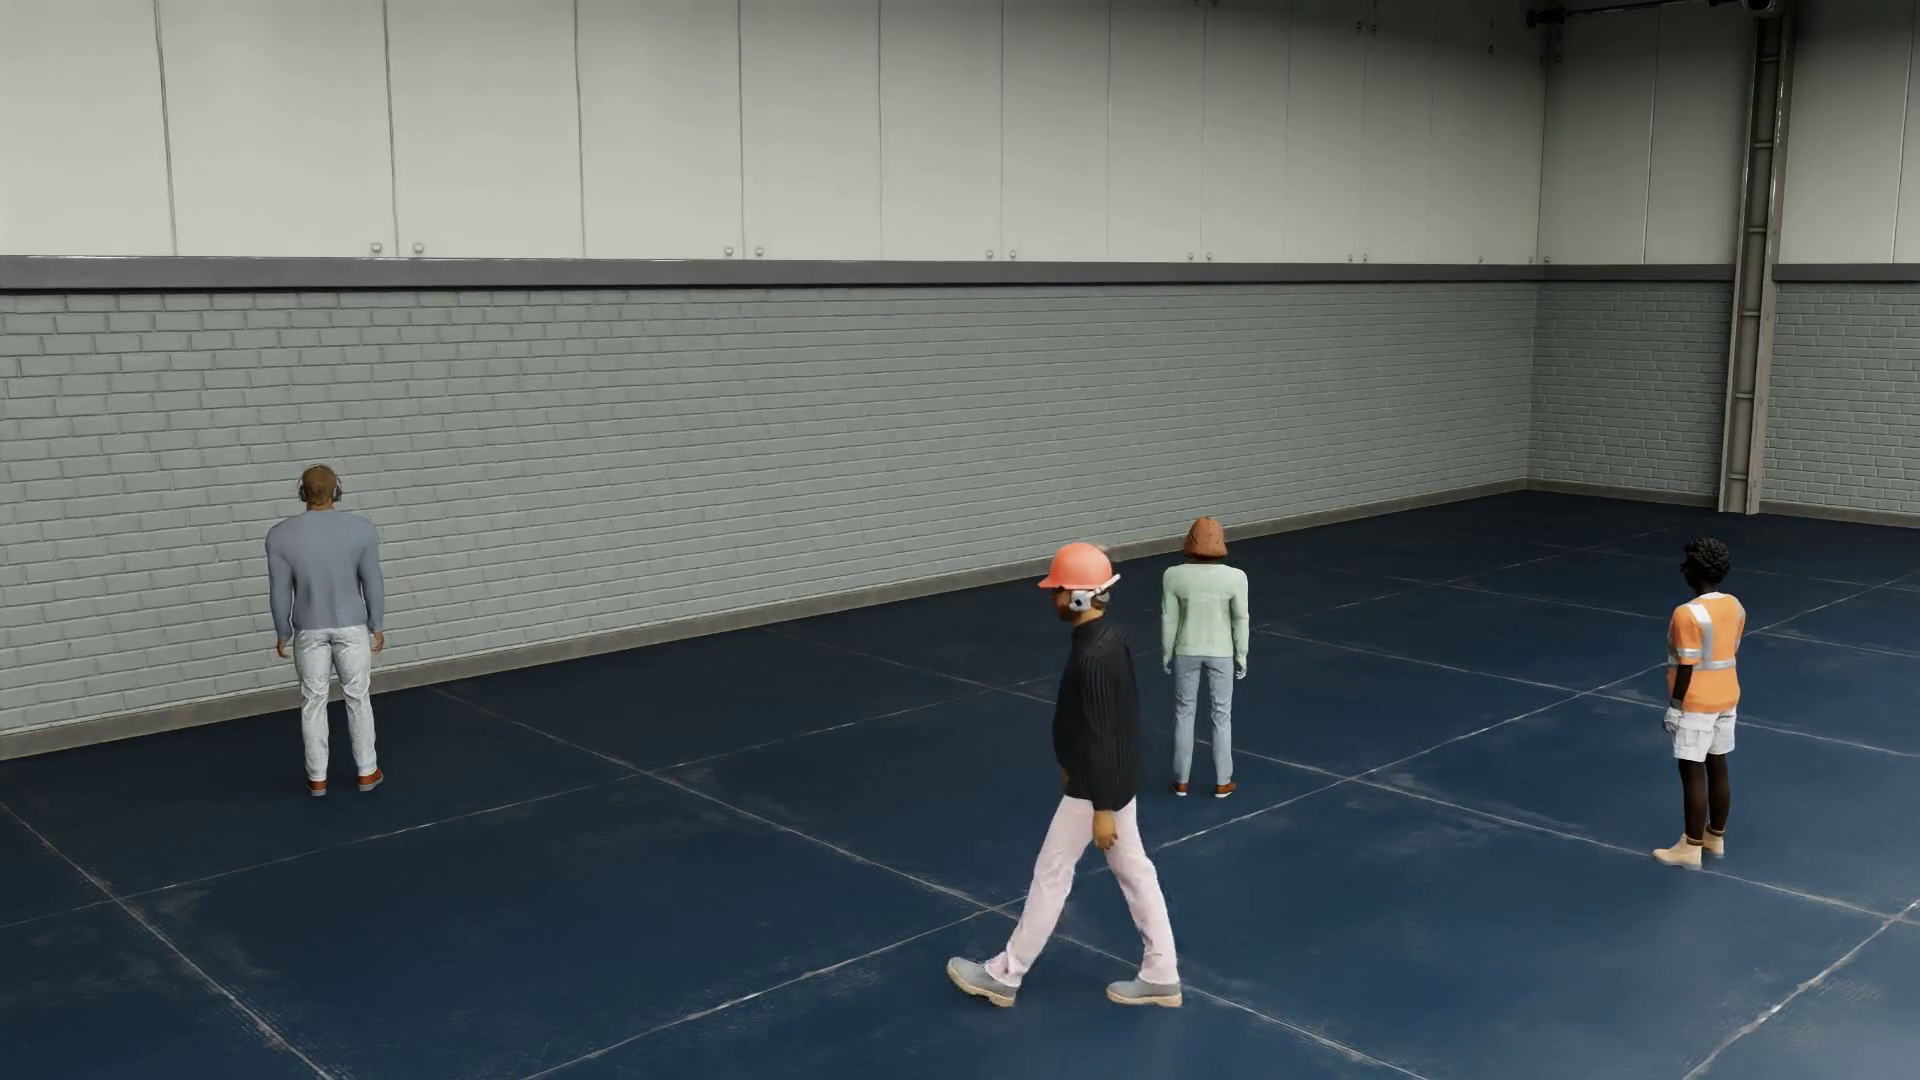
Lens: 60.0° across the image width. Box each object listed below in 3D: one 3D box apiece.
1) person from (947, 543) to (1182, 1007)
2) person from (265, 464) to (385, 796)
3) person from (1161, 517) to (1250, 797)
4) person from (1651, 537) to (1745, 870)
[{"bbox_3d":[0.465,0.975,6.819,1.006,1.939,0.657,2,9,13],"label":"person"},{"bbox_3d":[-3.661,0.523,9.657,0.627,1.935,0.371,-3,10,-17],"label":"person"},{"bbox_3d":[1.412,0.679,9.615,0.507,1.633,0.280,2,9,12],"label":"person"},{"bbox_3d":[3.774,0.830,8.481,0.536,1.696,0.322,-7,11,-36],"label":"person"}]
